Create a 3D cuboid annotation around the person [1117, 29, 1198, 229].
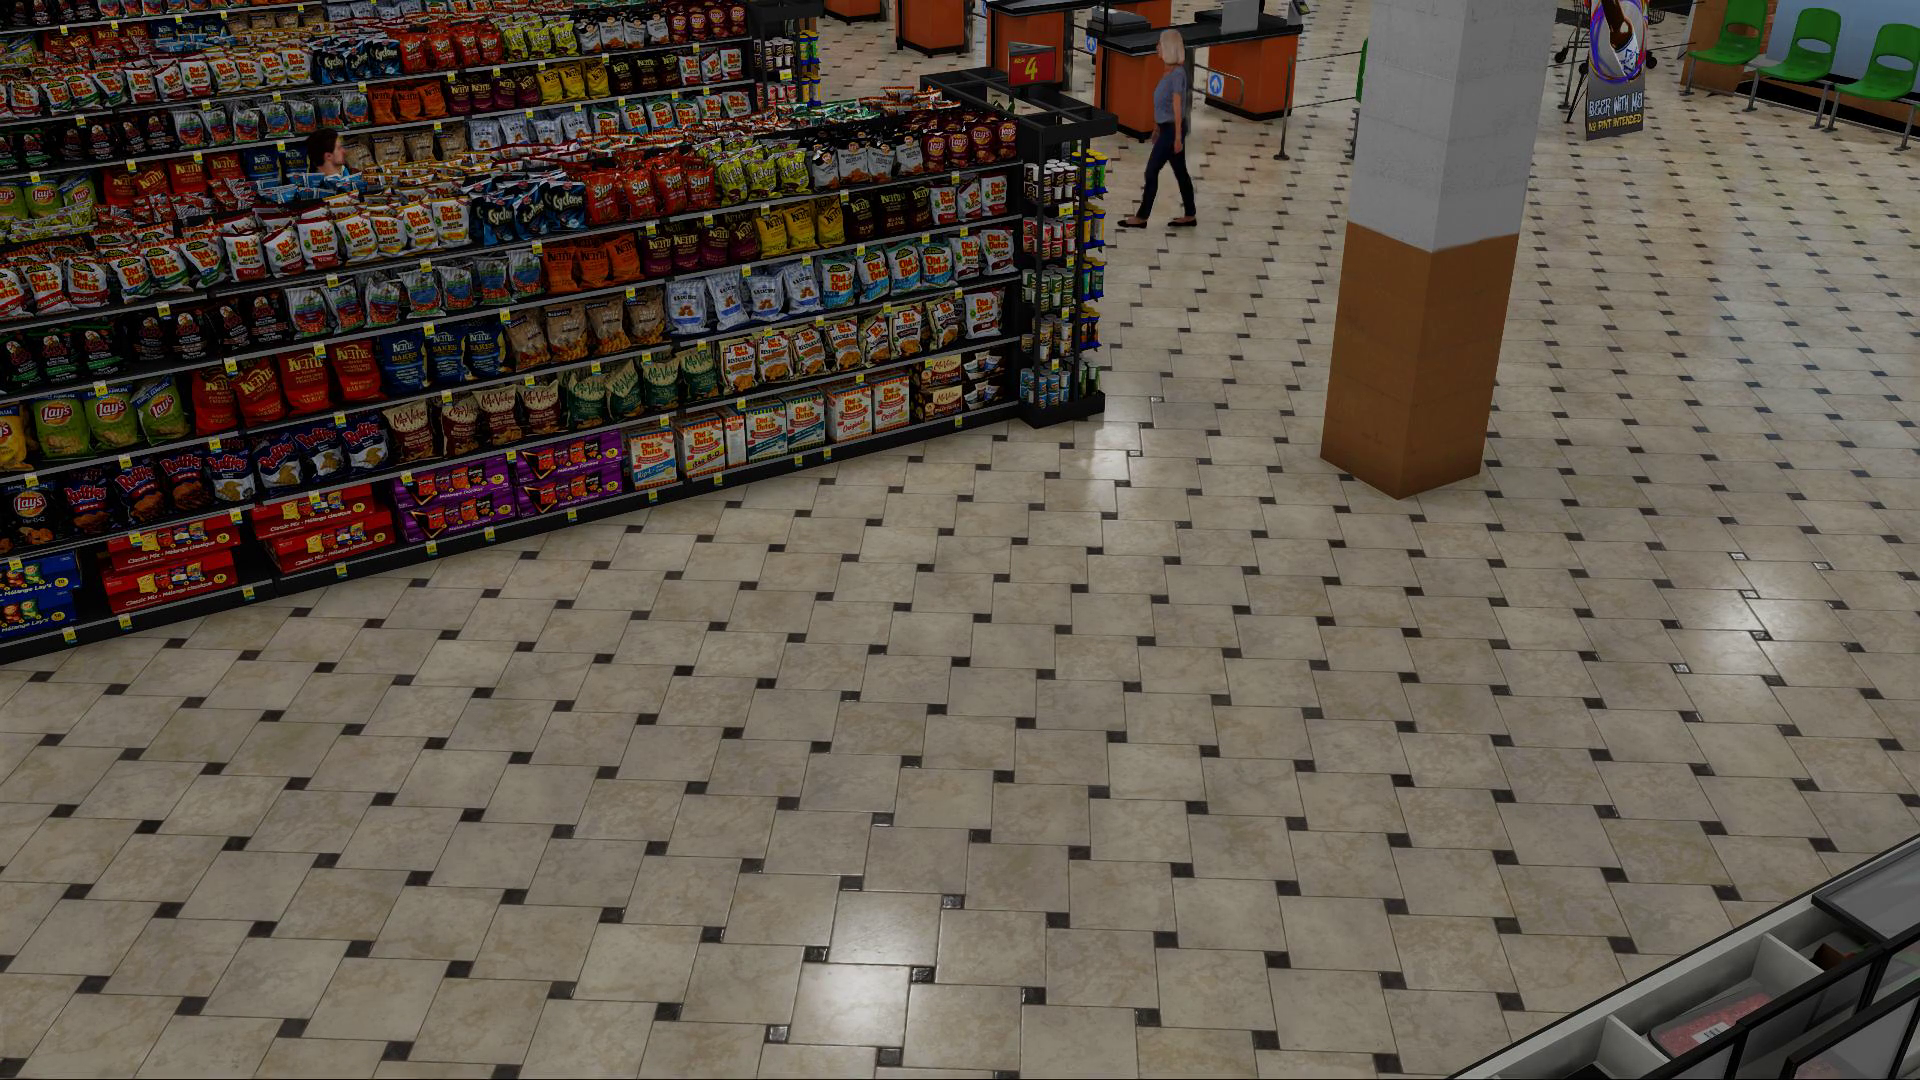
[{"bbox_3d":[1.893,-3.461,14.177,1.041,1.691,0.896,1,29,1],"label":"person"}]
